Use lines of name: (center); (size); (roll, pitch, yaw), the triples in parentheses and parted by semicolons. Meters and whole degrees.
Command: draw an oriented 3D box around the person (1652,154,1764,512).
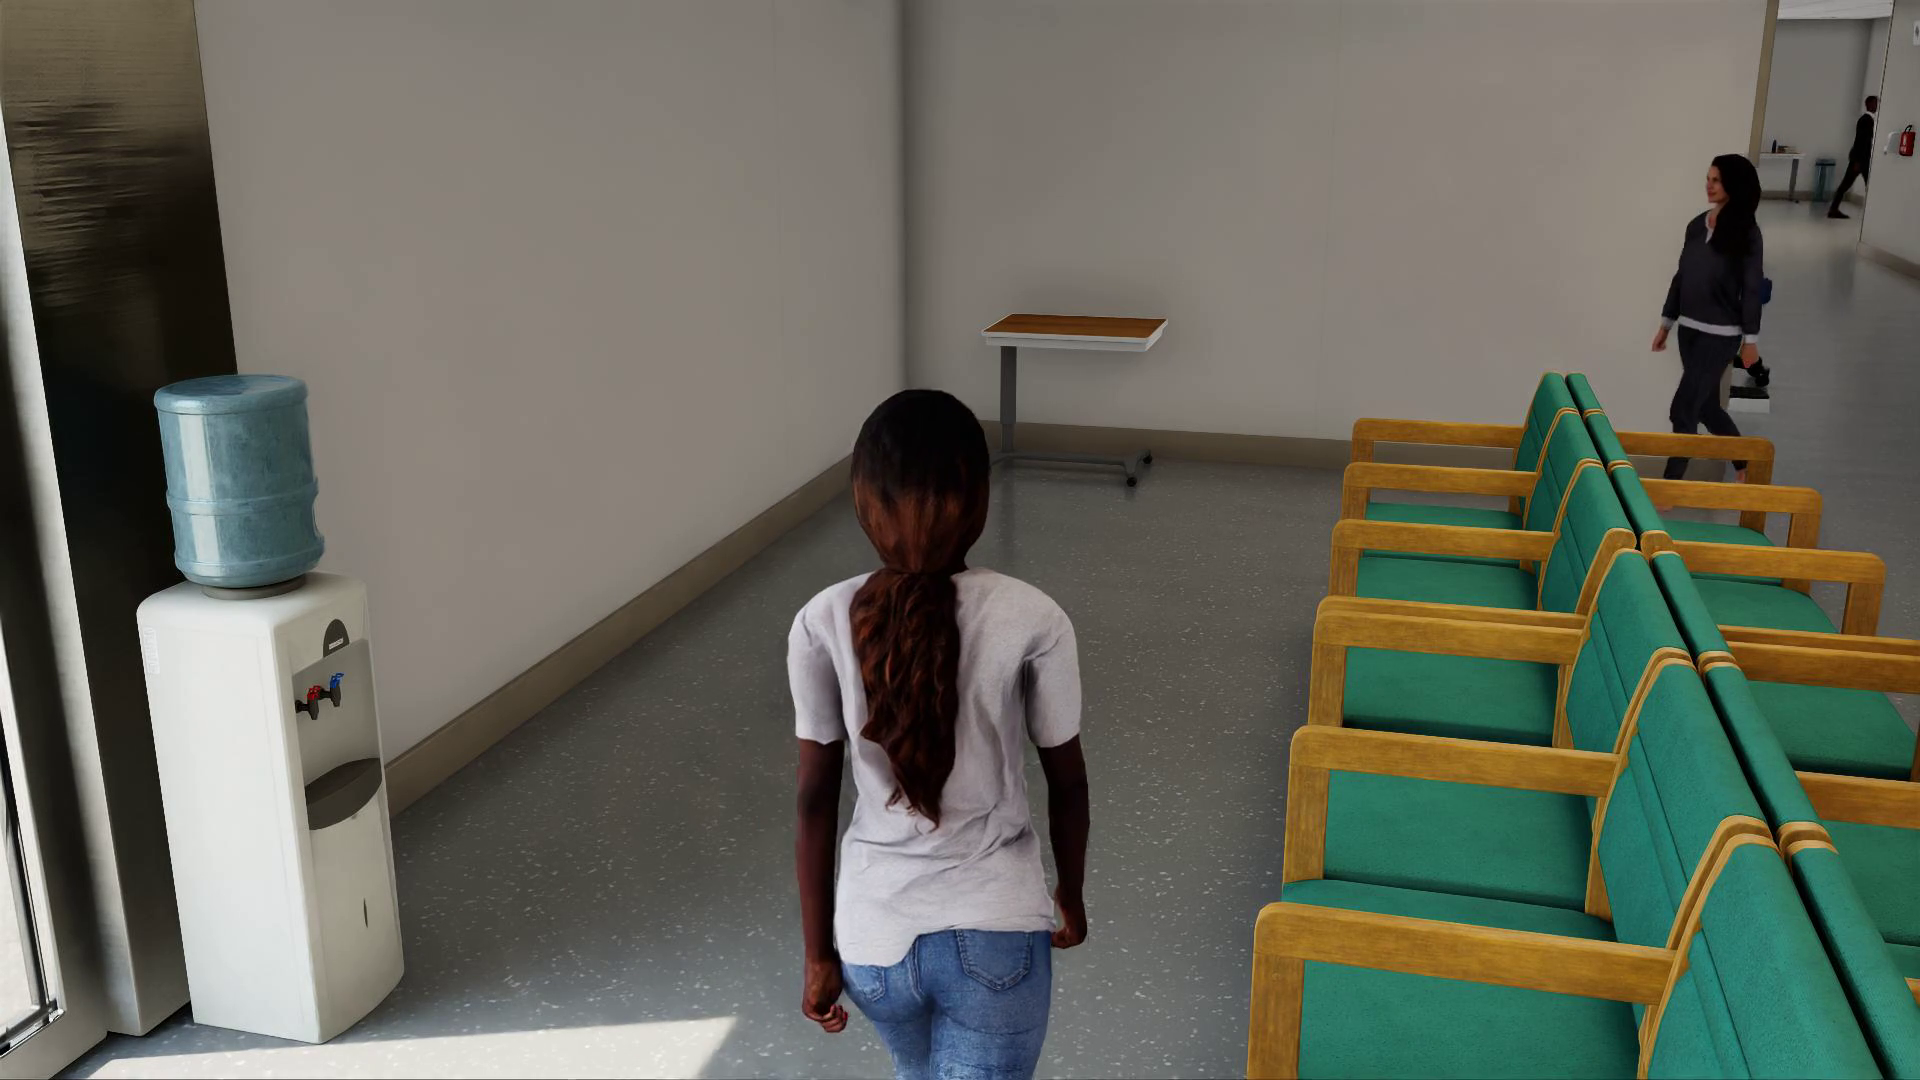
person: (3.784, -1.002, 8.252); (1.171, 1.730, 0.961); (-5, 16, -16)

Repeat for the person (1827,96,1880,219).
person: (13.130, -5.588, 24.464); (1.126, 1.762, 0.646); (5, 16, 16)

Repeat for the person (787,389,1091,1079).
person: (-0.036, 0.671, 2.436); (1.092, 1.666, 0.656); (4, 16, 13)
